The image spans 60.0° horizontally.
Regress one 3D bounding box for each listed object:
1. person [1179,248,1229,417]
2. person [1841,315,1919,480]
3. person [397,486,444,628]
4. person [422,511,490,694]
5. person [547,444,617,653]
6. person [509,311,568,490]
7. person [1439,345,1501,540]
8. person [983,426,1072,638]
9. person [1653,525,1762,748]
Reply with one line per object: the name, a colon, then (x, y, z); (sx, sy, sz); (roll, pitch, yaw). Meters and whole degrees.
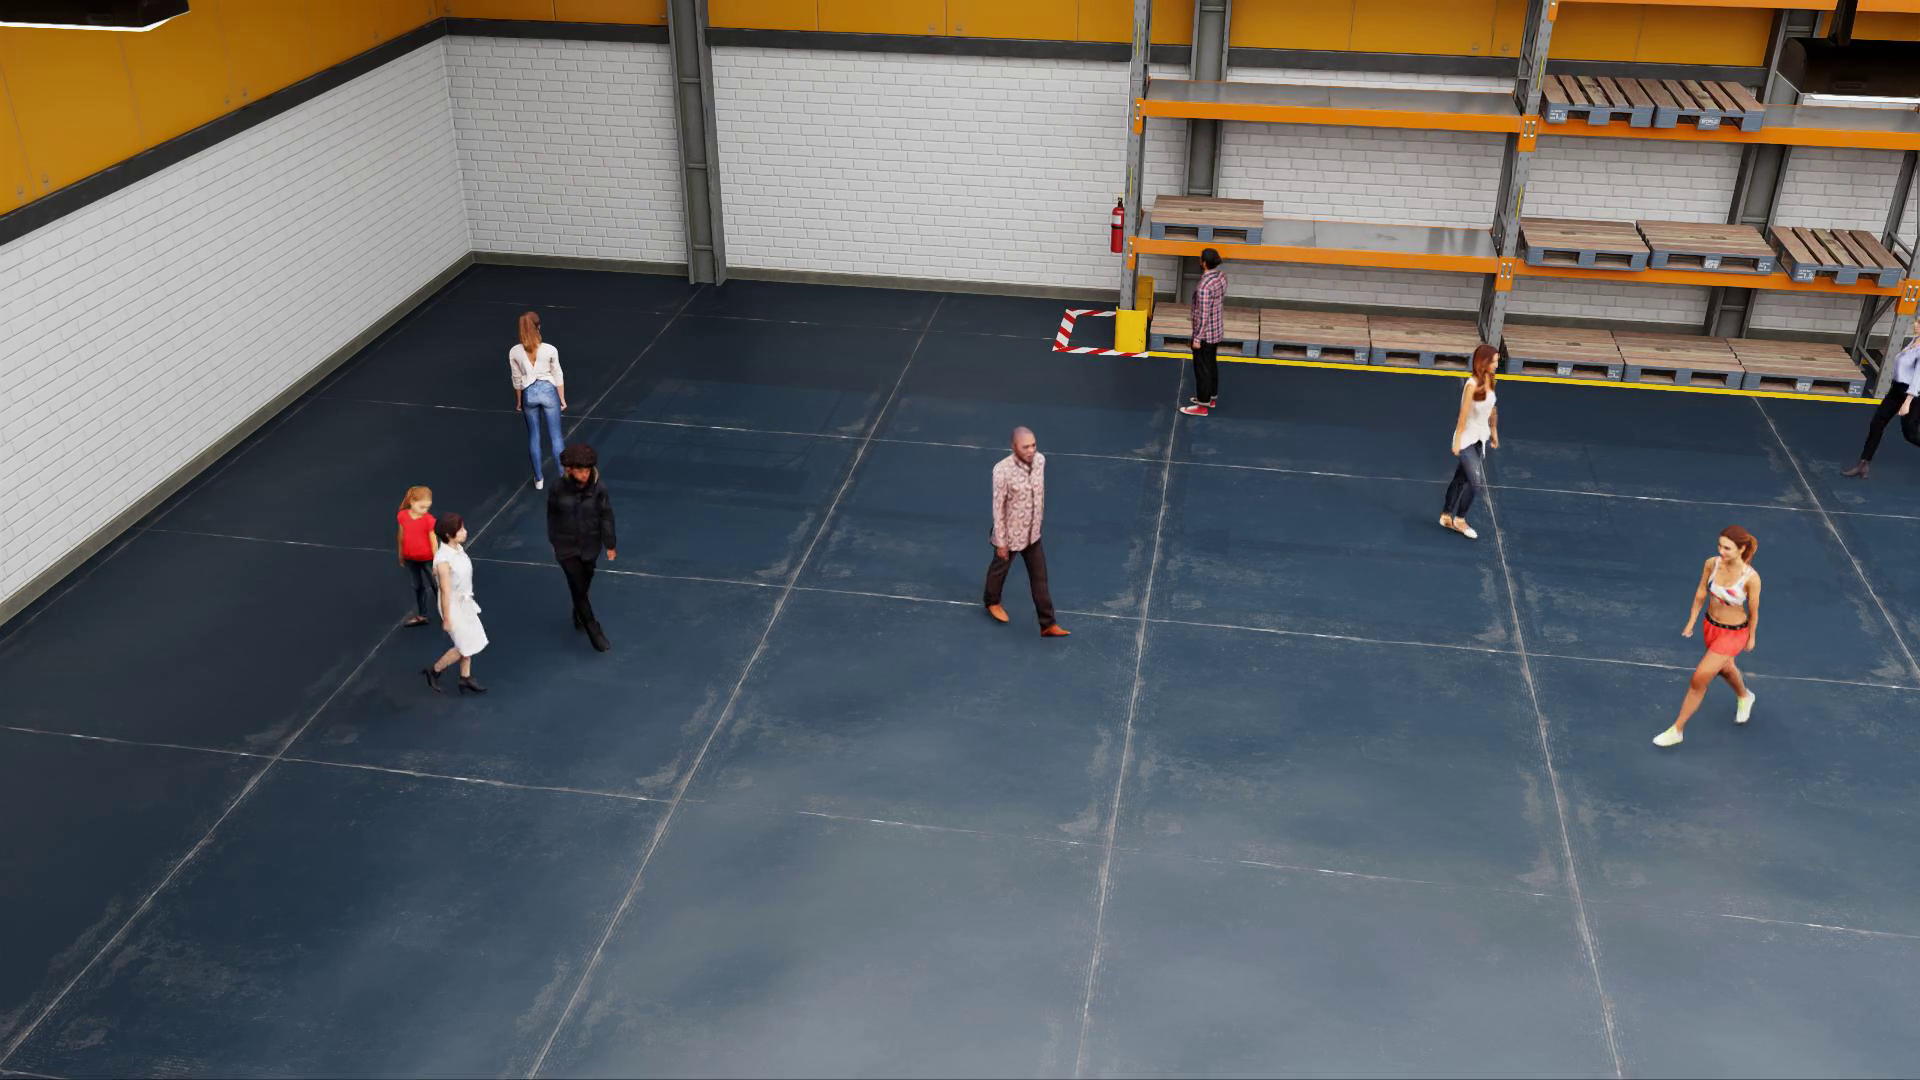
person: (2.509, -2.123, 16.869); (0.708, 1.761, 0.758); (14, 32, 24)
person: (8.850, -1.271, 15.360); (1.137, 1.709, 0.692); (6, 29, 11)
person: (-4.324, 0.130, 13.237); (0.384, 1.284, 0.684); (13, 31, 23)
person: (-3.790, 0.510, 12.273); (0.825, 1.540, 0.682); (-4, 29, -6)
person: (-3.031, -0.006, 13.043); (1.071, 1.709, 1.072); (-10, 30, -18)
person: (-3.886, -1.292, 15.390); (0.557, 1.719, 0.729); (-3, 29, -6)
person: (4.403, -0.892, 14.601); (0.800, 1.772, 0.758); (24, 37, 37)
person: (0.405, -0.090, 13.145); (1.194, 1.759, 1.251); (-18, 34, -30)
person: (5.490, 0.666, 11.798); (1.233, 1.721, 1.088); (-16, 32, -26)
